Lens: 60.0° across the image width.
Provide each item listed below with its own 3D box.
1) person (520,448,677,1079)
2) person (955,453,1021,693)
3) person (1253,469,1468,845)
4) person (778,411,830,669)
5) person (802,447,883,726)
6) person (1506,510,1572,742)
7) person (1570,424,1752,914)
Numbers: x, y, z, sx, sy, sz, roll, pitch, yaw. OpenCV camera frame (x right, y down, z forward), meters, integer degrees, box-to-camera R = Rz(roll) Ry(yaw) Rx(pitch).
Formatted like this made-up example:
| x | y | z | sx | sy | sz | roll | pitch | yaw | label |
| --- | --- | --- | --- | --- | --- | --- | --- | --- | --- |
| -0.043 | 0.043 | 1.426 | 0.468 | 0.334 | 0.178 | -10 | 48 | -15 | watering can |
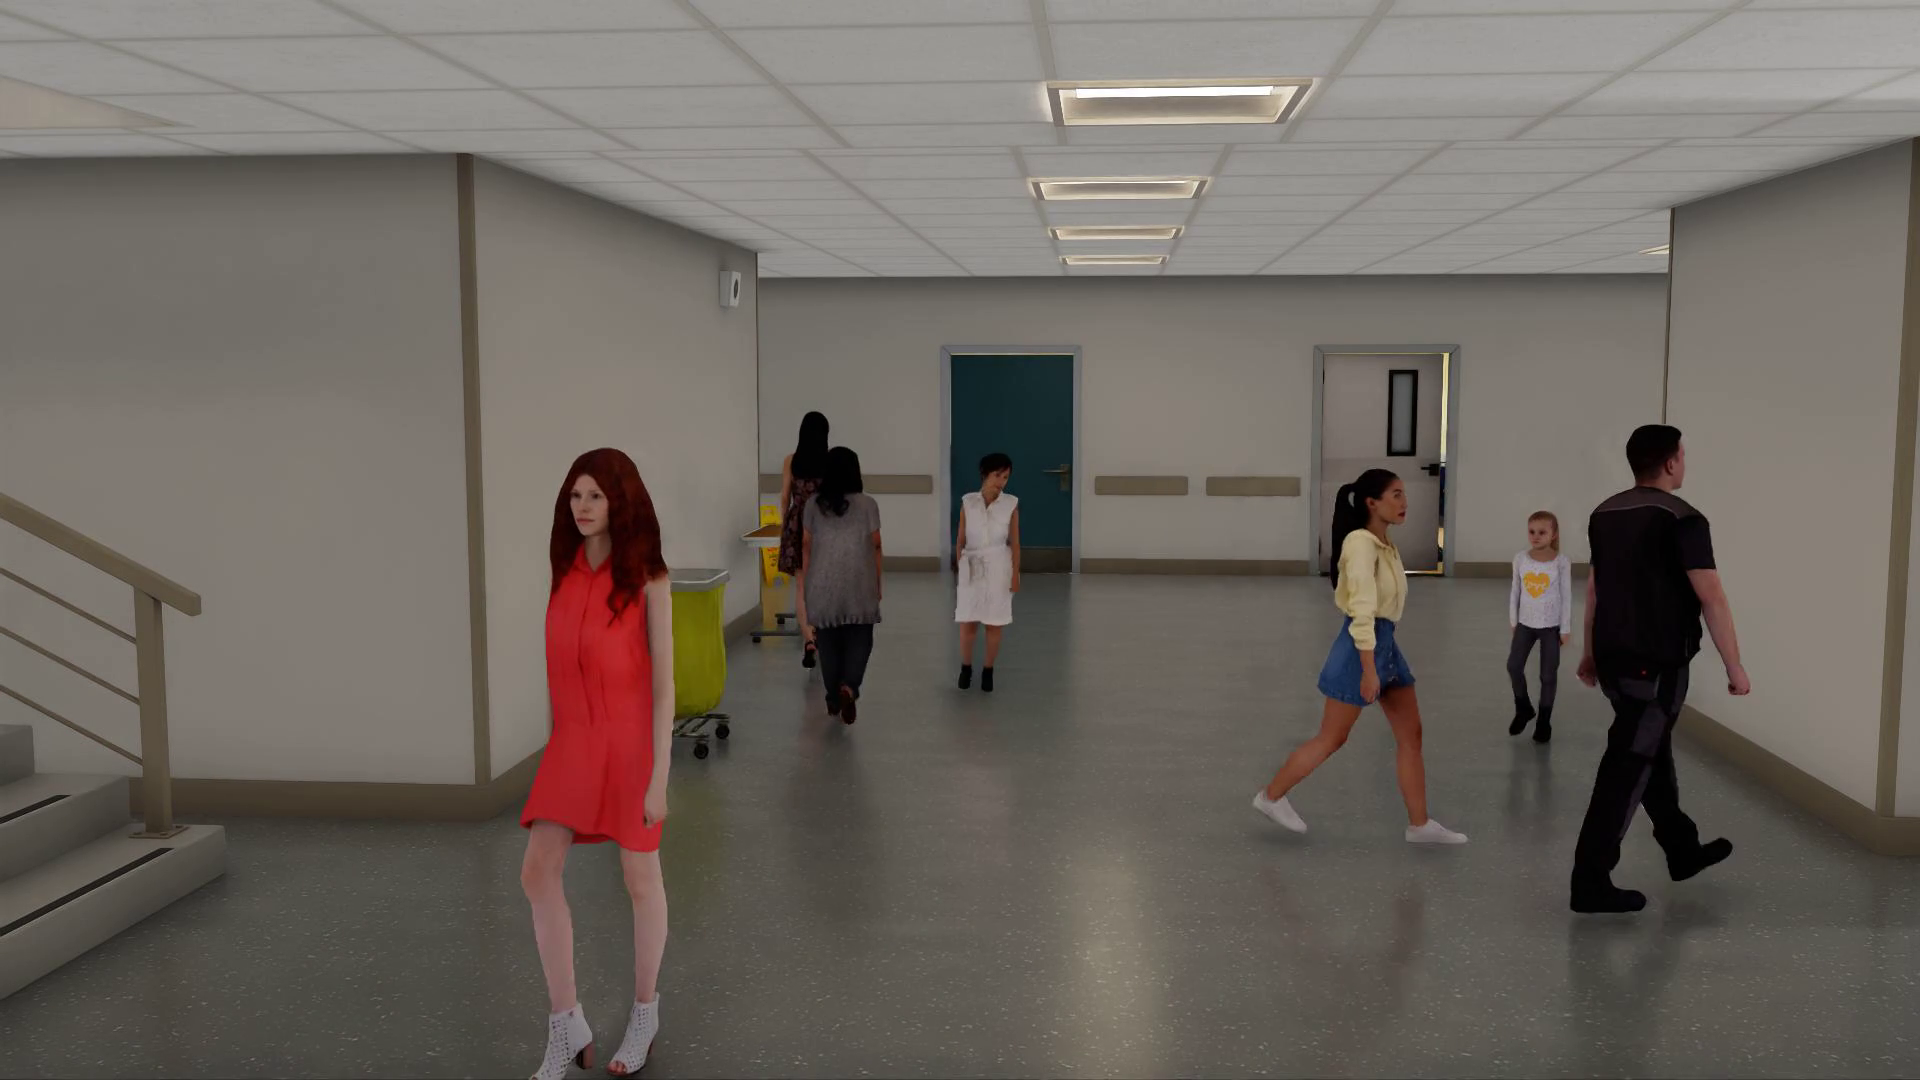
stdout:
| x | y | z | sx | sy | sz | roll | pitch | yaw | label |
| --- | --- | --- | --- | --- | --- | --- | --- | --- | --- |
| -0.958 | 0.646 | 4.796 | 0.738 | 1.809 | 0.809 | 2 | 6 | 22 | person |
| 0.151 | 0.219 | 10.508 | 0.552 | 1.516 | 0.621 | 1 | 6 | 14 | person |
| 1.647 | 0.524 | 7.093 | 1.217 | 1.593 | 0.914 | 3 | 6 | 26 | person |
| -1.011 | 0.051 | 11.191 | 1.172 | 1.714 | 0.791 | 0 | 6 | -4 | person |
| -0.698 | 0.274 | 9.602 | 0.867 | 1.588 | 0.677 | 1 | 6 | 6 | person |
| 3.245 | 0.468 | 9.253 | 0.556 | 1.271 | 0.636 | 3 | 7 | 31 | person |
| 2.476 | 0.505 | 6.213 | 1.197 | 1.807 | 0.960 | -1 | 6 | -13 | person |
